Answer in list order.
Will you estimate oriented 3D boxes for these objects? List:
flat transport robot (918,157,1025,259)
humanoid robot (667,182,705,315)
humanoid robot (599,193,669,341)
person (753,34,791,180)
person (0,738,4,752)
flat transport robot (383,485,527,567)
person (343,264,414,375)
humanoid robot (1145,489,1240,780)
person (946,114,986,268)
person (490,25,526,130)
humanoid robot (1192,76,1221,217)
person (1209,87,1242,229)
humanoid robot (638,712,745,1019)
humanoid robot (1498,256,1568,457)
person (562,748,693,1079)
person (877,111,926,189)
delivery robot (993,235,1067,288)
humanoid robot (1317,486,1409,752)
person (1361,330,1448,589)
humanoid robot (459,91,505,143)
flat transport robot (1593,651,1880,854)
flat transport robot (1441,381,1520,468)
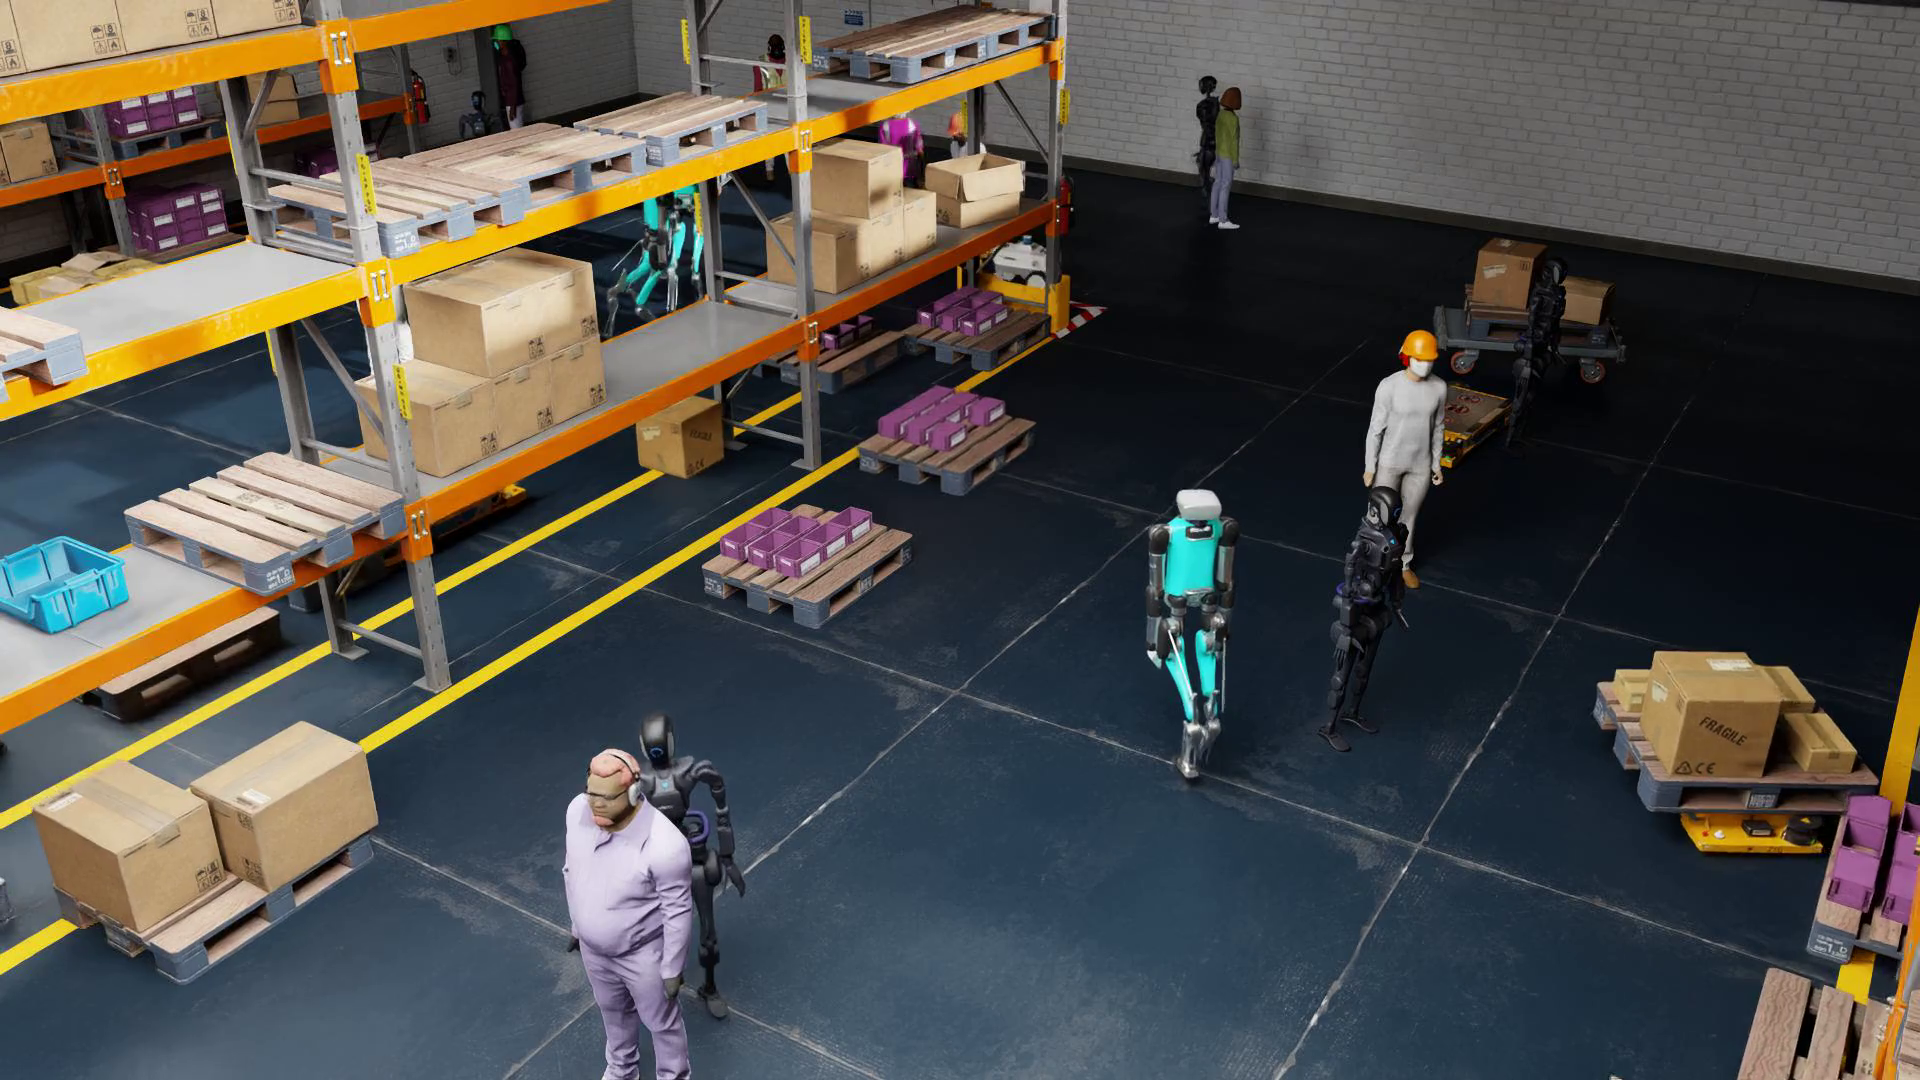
[{"bbox_3d":[-0.048,-3.509,19.112,1.431,0.231,0.659,20,33,34],"label":"flat transport robot"},{"bbox_3d":[-2.772,-3.067,16.686,0.548,1.805,0.935,2,27,3],"label":"humanoid robot"},{"bbox_3d":[-3.161,-2.671,15.871,0.969,1.776,0.541,-11,29,-21],"label":"humanoid robot"},{"bbox_3d":[-2.328,-5.581,21.457,0.635,1.841,0.429,-8,28,-16],"label":"person"},{"bbox_3d":[-5.906,0.557,9.476,0.578,1.737,0.372,5,27,10],"label":"person"},{"bbox_3d":[-4.041,-0.204,12.601,0.659,0.231,1.431,16,31,29],"label":"flat transport robot"},{"bbox_3d":[-5.186,-2.279,14.865,0.642,1.928,0.381,-1,27,-2],"label":"person"},{"bbox_3d":[1.357,0.664,9.320,0.539,1.841,0.732,-7,28,-14],"label":"humanoid robot"},{"bbox_3d":[0.070,-3.832,18.204,0.981,1.658,0.573,-15,31,-27],"label":"person"},{"bbox_3d":[-5.749,-5.639,21.453,0.419,1.951,0.489,-8,28,-16],"label":"person"},{"bbox_3d":[3.007,-4.740,19.979,0.394,1.632,0.616,8,28,16],"label":"humanoid robot"},{"bbox_3d":[3.141,-4.492,19.538,0.281,1.633,0.498,-7,28,-14],"label":"person"},{"bbox_3d":[-1.311,1.478,7.731,0.589,1.652,0.411,-6,28,-12],"label":"humanoid robot"},{"bbox_3d":[4.733,-1.518,13.617,0.315,1.657,0.599,24,35,39],"label":"humanoid robot"},{"bbox_3d":[-1.416,1.706,7.025,0.639,1.913,0.413,15,31,27],"label":"person"},{"bbox_3d":[-0.662,-4.109,18.575,0.556,1.839,0.691,-1,27,-2],"label":"person"},{"bbox_3d":[0.737,-2.918,17.653,0.803,0.614,0.499,13,30,24],"label":"delivery robot"},{"bbox_3d":[2.395,0.439,9.762,0.599,1.657,0.315,-20,33,-34],"label":"humanoid robot"},{"bbox_3d":[3.058,-0.545,11.476,0.562,1.898,0.352,-4,27,-8],"label":"person"},{"bbox_3d":[-5.490,-4.352,19.230,0.601,1.637,0.647,-2,27,-4],"label":"humanoid robot"},{"bbox_3d":[4.358,1.312,9.613,0.659,0.231,1.431,1,27,2],"label":"flat transport robot"},{"bbox_3d":[4.180,-0.992,14.152,0.659,0.231,1.431,20,33,34],"label":"flat transport robot"}]
